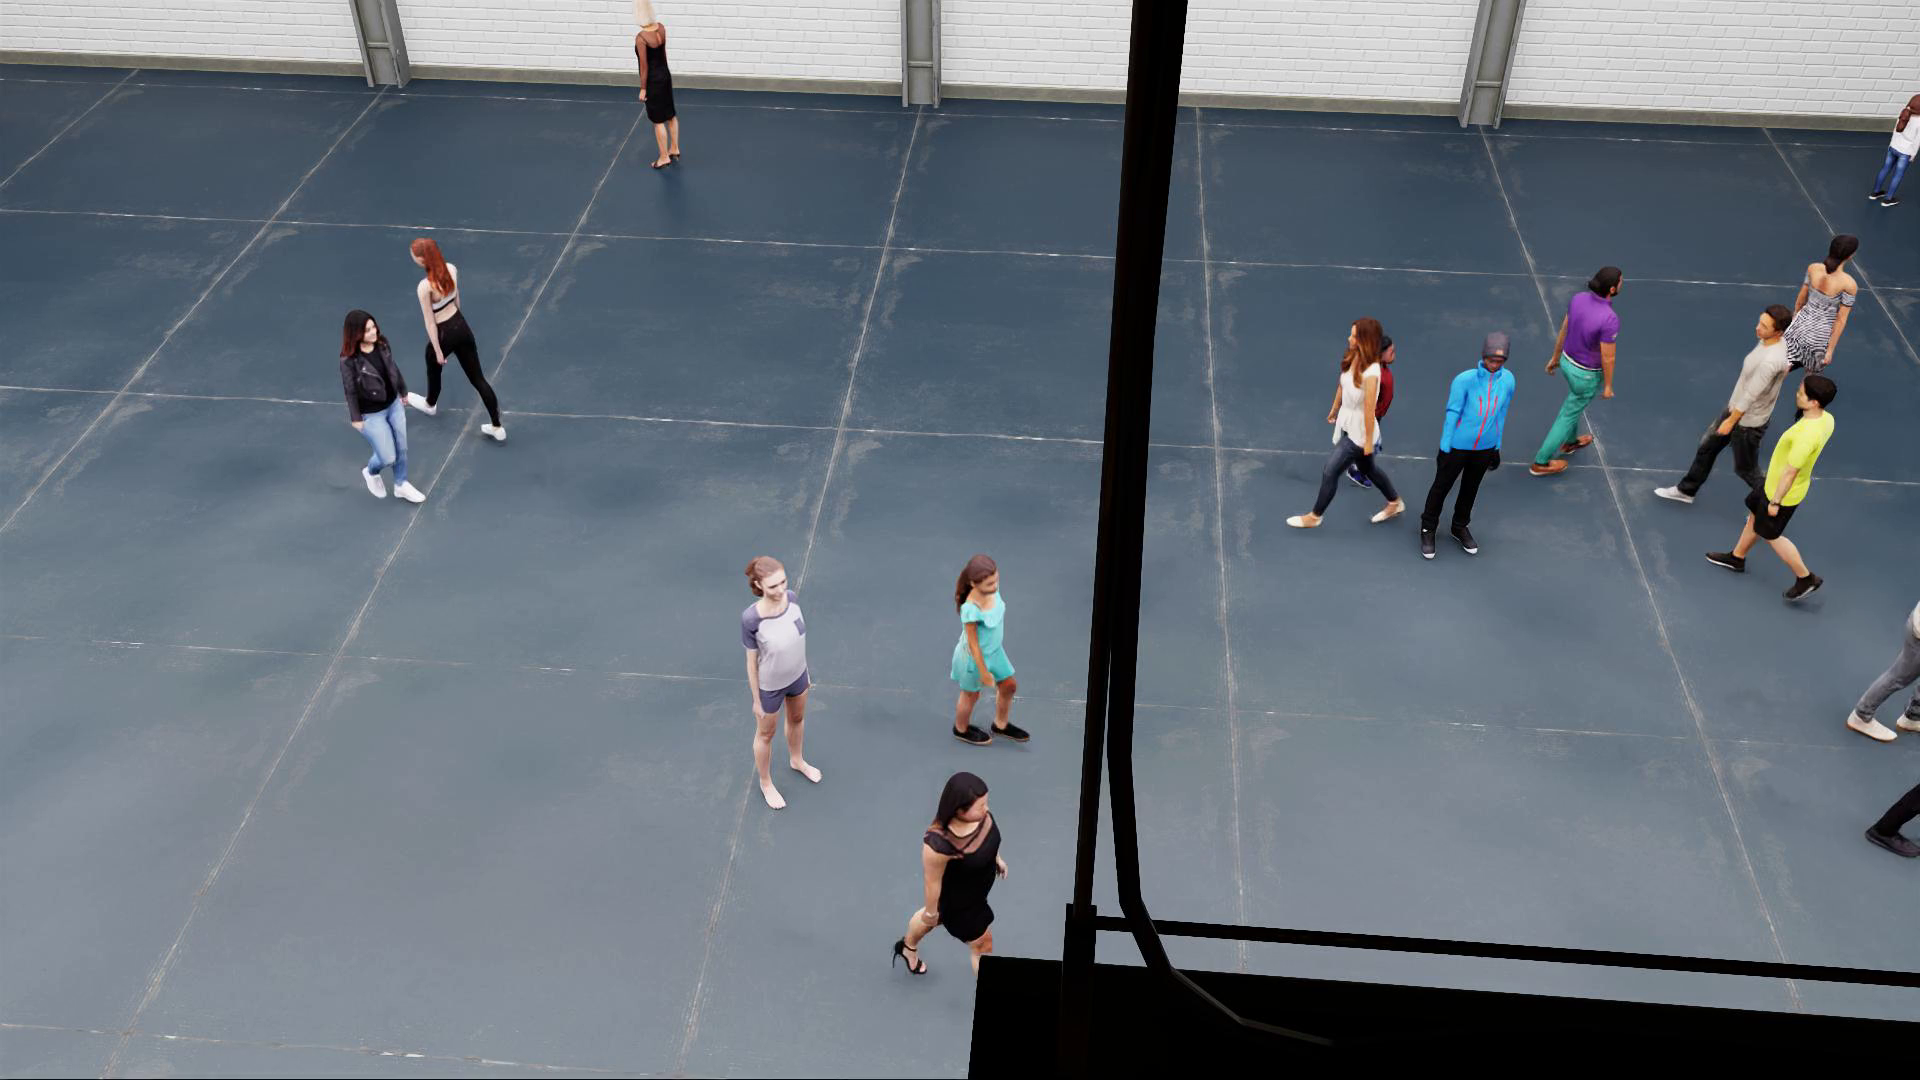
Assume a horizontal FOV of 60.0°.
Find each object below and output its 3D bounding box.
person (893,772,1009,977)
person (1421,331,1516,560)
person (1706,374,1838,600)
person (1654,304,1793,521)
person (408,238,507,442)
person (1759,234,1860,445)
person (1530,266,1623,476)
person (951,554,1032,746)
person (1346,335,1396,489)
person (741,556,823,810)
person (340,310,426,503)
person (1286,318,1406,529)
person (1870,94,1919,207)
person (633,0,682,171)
[{"bbox_3d":[-0.092,1.797,8.637,1.133,1.662,0.834,14,41,17],"label":"person"},{"bbox_3d":[3.560,-0.687,11.636,0.559,1.801,0.721,-5,39,-7],"label":"person"},{"bbox_3d":[5.694,-0.345,11.302,1.112,1.684,0.949,24,44,27],"label":"person"},{"bbox_3d":[5.720,-0.852,11.866,1.176,1.771,0.762,10,40,12],"label":"person"},{"bbox_3d":[-3.815,-1.494,12.732,1.262,1.694,0.951,19,43,23],"label":"person"},{"bbox_3d":[6.369,-1.467,12.637,1.136,1.770,1.022,-23,44,-26],"label":"person"},{"bbox_3d":[4.531,-1.230,12.357,1.014,1.751,0.885,-13,40,-15],"label":"person"},{"bbox_3d":[0.045,0.677,10.134,0.787,1.544,0.676,15,41,18],"label":"person"},{"bbox_3d":[3.014,-0.976,12.440,0.523,1.248,0.545,10,40,12],"label":"person"},{"bbox_3d":[-1.068,0.806,9.794,0.685,1.768,0.736,-32,48,-33],"label":"person"},{"bbox_3d":[-4.289,-0.959,12.122,0.799,1.620,0.769,19,42,22],"label":"person"},{"bbox_3d":[2.911,-0.779,11.795,1.129,1.747,0.692,-2,39,-2],"label":"person"},{"bbox_3d":[9.109,-3.796,16.081,0.573,1.112,0.522,-19,42,-22],"label":"person"},{"bbox_3d":[-3.005,-4.531,16.495,0.644,1.744,0.658,18,42,21],"label":"person"}]
